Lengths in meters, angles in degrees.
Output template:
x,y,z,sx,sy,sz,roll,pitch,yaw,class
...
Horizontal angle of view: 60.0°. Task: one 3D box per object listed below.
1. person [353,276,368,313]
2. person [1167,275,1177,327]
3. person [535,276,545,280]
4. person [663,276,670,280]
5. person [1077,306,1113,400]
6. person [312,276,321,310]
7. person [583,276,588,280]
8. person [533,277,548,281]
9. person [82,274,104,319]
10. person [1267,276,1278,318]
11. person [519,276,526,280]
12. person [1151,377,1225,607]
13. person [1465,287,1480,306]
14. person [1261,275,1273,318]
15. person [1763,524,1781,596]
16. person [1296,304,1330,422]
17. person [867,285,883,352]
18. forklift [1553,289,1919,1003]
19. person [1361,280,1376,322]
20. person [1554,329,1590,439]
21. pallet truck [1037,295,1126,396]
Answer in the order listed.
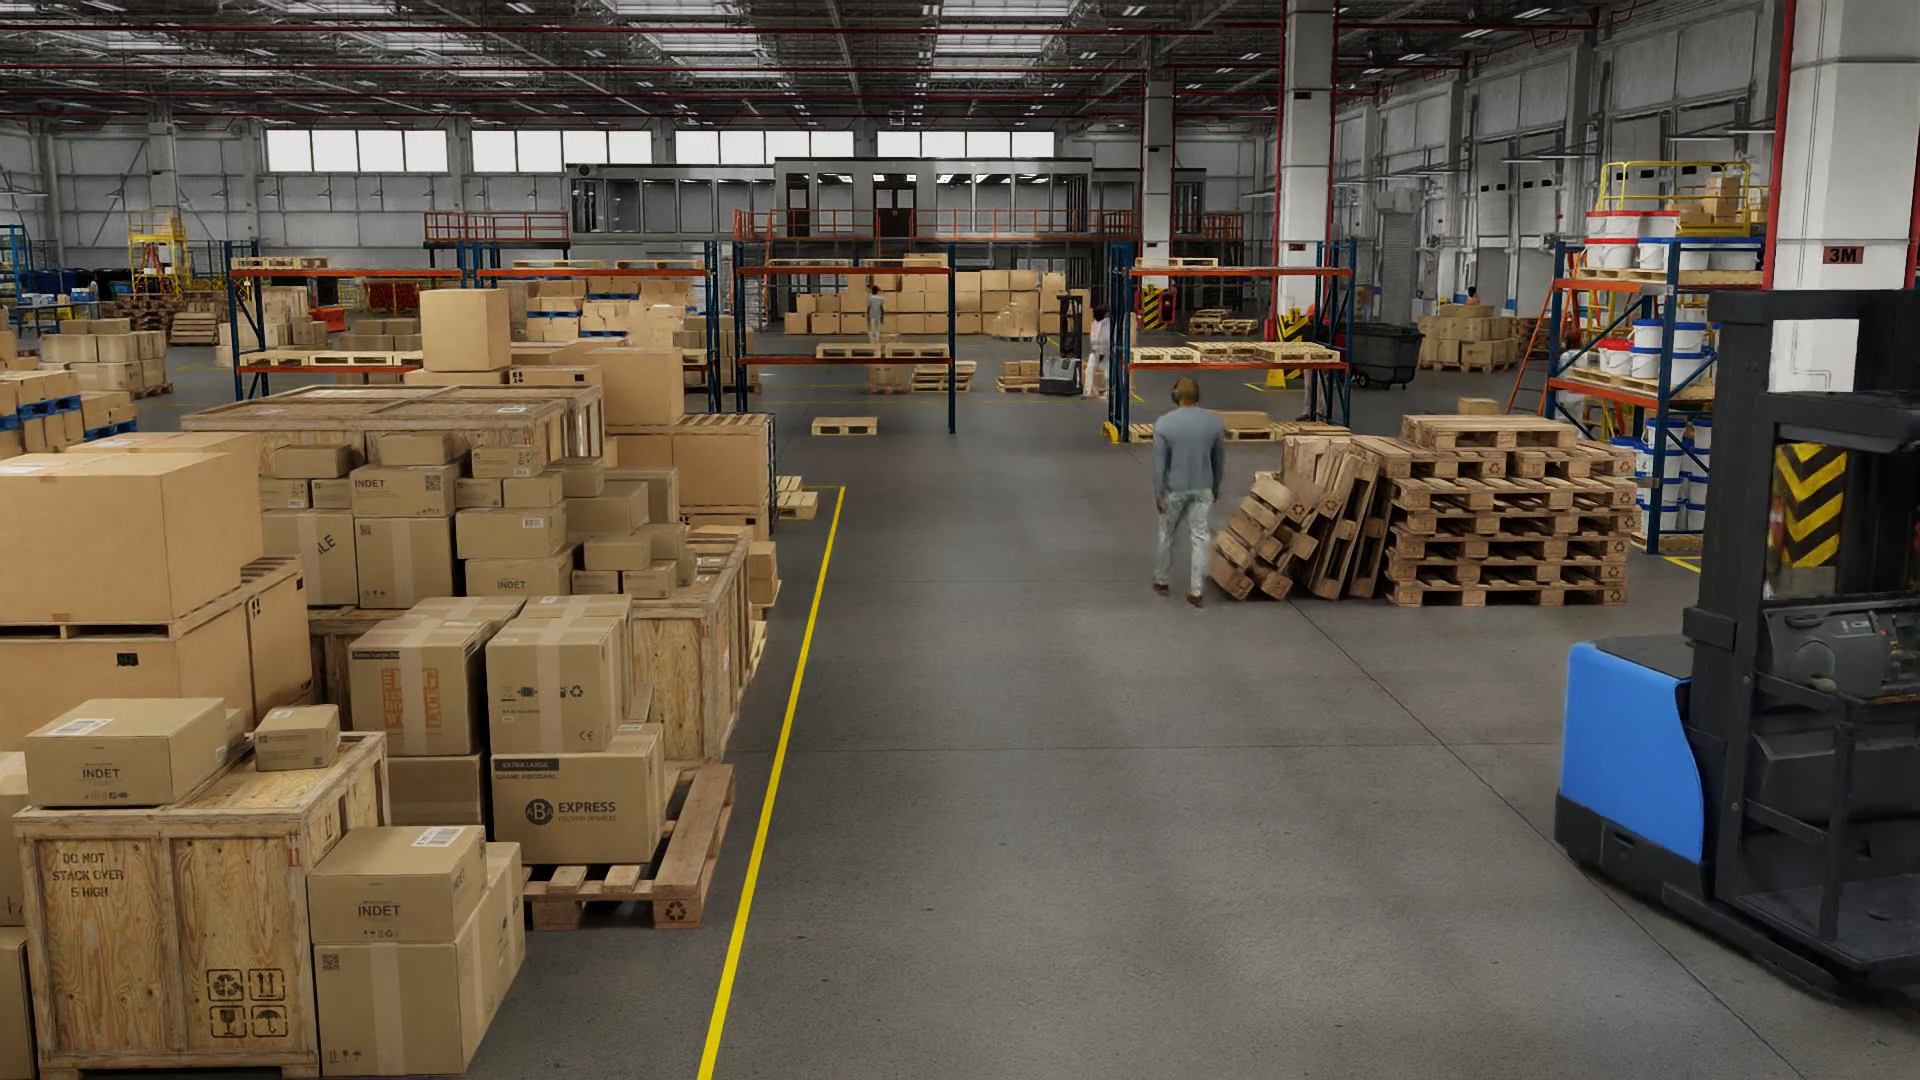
x,y,z,sx,sy,sz,roll,pitch,yaw,class
-25.602,-10.633,71.030,0.596,1.869,0.497,1,10,7,person
7.533,-8.612,59.425,0.394,1.992,0.622,1,10,7,person
-15.527,-9.085,61.932,0.536,2.000,0.672,-6,12,-31,person
-9.882,-7.853,55.519,0.646,1.898,0.956,4,11,21,person
2.612,-3.574,31.887,0.824,1.810,0.640,-6,12,-29,person
-25.290,-9.570,65.426,0.333,1.761,0.526,-7,12,-34,person
-10.954,-6.785,49.121,0.610,2.040,0.394,4,11,23,person
-17.289,-10.220,68.613,0.620,1.908,0.425,-2,10,-9,person
-33.300,-9.319,63.879,0.529,1.827,0.973,10,14,43,person
11.176,-8.462,59.014,0.627,1.846,0.429,-7,12,-34,person
-14.981,-8.163,57.068,0.547,1.942,0.344,-2,10,-9,person
1.904,-0.424,14.083,0.655,1.903,0.910,-1,10,-6,person
15.325,-6.748,49.874,0.321,1.695,0.529,-6,12,-30,person
11.659,-9.133,62.540,0.619,1.920,0.880,4,11,22,person
3.775,0.728,8.096,0.295,1.744,0.484,4,11,21,person
5.970,-2.970,28.004,0.391,1.991,0.612,-8,13,-36,person
-2.352,-6.112,45.889,0.532,1.848,0.579,-4,11,-20,person
3.694,0.291,7.360,1.129,2.768,1.873,-3,11,-16,forklift
14.081,-8.067,57.116,0.528,1.741,0.770,-7,13,-36,person
8.192,-1.920,22.494,0.617,1.860,0.699,-6,12,-31,person
2.483,-3.881,33.060,1.885,1.965,0.823,-7,13,-36,pallet truck
